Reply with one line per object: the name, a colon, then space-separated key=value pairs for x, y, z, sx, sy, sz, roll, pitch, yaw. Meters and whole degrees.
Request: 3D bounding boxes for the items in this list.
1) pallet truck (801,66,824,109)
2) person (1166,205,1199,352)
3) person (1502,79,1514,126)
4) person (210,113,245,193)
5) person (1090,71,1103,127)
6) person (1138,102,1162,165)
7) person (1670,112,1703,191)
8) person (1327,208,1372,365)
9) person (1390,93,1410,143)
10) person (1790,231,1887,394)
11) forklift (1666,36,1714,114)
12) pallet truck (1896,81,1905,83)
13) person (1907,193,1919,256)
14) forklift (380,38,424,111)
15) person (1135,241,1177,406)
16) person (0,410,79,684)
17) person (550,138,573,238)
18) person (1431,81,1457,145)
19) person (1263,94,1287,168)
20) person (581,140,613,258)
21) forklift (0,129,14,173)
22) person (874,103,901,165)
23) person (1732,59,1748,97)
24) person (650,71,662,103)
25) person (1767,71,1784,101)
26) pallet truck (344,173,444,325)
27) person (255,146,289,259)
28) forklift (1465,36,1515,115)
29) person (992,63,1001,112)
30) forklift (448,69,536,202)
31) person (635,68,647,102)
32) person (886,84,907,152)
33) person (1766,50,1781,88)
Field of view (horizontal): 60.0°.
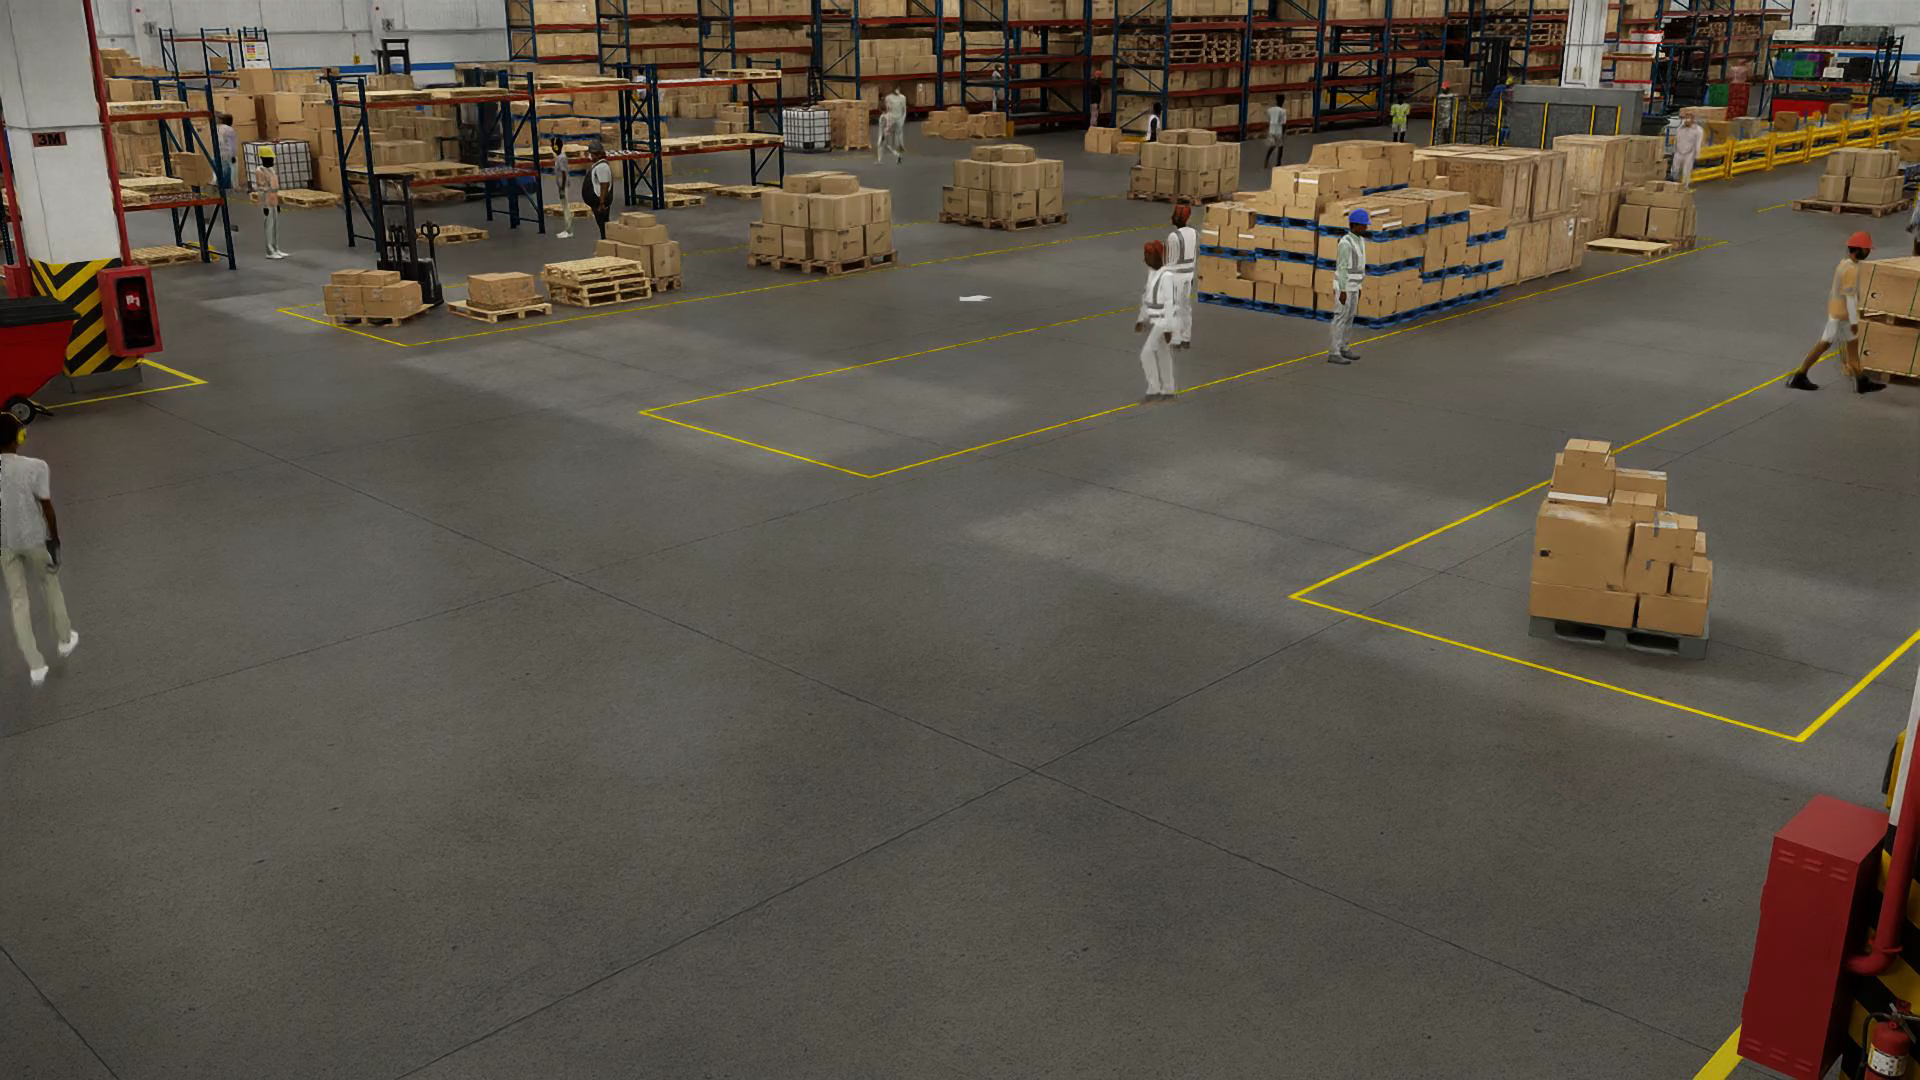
pallet truck: x=-4.812 y=-15.182 z=56.903 sx=0.823 sy=1.965 sz=1.885 roll=-9 pitch=21 yaw=-26
person: x=2.845 y=-3.391 z=21.554 sx=0.346 sy=1.883 sz=0.584 roll=15 pitch=24 yaw=38
person: x=17.964 y=-14.188 z=54.348 sx=0.670 sy=1.727 sz=0.573 roll=-6 pitch=19 yaw=-17
person: x=-16.870 y=-8.848 z=38.128 sx=0.647 sy=1.808 sz=0.774 roll=10 pitch=21 yaw=29
person: x=4.413 y=-14.140 z=53.784 sx=0.393 sy=1.985 sz=0.611 roll=-3 pitch=19 yaw=-9
person: x=4.764 y=-9.863 z=41.060 sx=0.988 sy=1.878 sz=0.598 roll=4 pitch=19 yaw=13
person: x=16.260 y=-8.618 z=37.300 sx=0.431 sy=1.892 sz=0.646 roll=-16 pitch=24 yaw=-41
person: x=4.891 y=-3.174 z=20.825 sx=0.425 sy=1.938 sz=0.603 roll=12 pitch=22 yaw=31
person: x=12.530 y=-11.882 z=47.462 sx=0.550 sy=1.671 sz=0.654 roll=4 pitch=19 yaw=12
person: x=10.258 y=-2.619 z=19.236 sx=1.015 sy=1.882 sz=0.569 roll=9 pitch=20 yaw=25
forklift: x=27.341 y=-17.291 z=61.877 sx=1.129 sy=2.768 sz=1.873 roll=17 pitch=25 yaw=41
pallet truck: x=34.802 y=-16.331 z=61.455 sx=0.653 sy=1.274 sz=1.630 roll=17 pitch=25 yaw=41
person: x=15.691 y=-5.146 z=26.833 sx=0.542 sy=1.902 sz=0.925 roll=-9 pitch=20 yaw=-24
forklift: x=-19.986 y=-16.397 z=59.182 sx=1.129 sy=2.768 sz=1.873 roll=-13 pitch=23 yaw=-35
person: x=2.200 y=-2.435 z=18.705 sx=0.614 sy=1.860 sz=0.645 roll=-1 pitch=18 yaw=-4
person: x=-6.414 y=0.009 z=11.382 sx=0.530 sy=1.832 sz=0.879 roll=-7 pitch=19 yaw=-19
person: x=-7.513 y=-6.635 z=31.365 sx=0.334 sy=1.864 sz=0.521 roll=-4 pitch=19 yaw=-12
person: x=13.832 y=-12.124 z=47.691 sx=0.647 sy=1.990 sz=1.011 roll=17 pitch=25 yaw=42
person: x=8.178 y=-10.550 z=43.023 sx=0.586 sy=1.948 sz=0.635 roll=-16 pitch=24 yaw=-40
person: x=-6.283 y=-5.893 z=28.848 sx=0.538 sy=2.000 sz=0.689 roll=-5 pitch=19 yaw=-13
forklift: x=-24.027 y=-10.894 z=42.604 sx=1.129 sy=2.768 sz=1.873 roll=17 pitch=25 yaw=41
person: x=-1.960 y=-10.807 z=44.306 sx=0.671 sy=1.613 sz=0.522 roll=6 pitch=19 yaw=18
person: x=30.807 y=-18.069 z=65.806 sx=0.931 sy=1.870 sz=0.640 roll=-14 pitch=23 yaw=-36
person: x=-10.129 y=-14.598 z=55.275 sx=0.543 sy=1.918 sz=0.568 roll=-3 pitch=19 yaw=-8
person: x=31.881 y=-17.761 z=64.977 sx=0.602 sy=1.810 sz=0.796 roll=14 pitch=23 yaw=35
pallet truck: x=-8.209 y=-4.181 z=23.757 sx=0.823 sy=1.965 sz=1.885 roll=3 pitch=19 yaw=9
person: x=-12.010 y=-5.877 z=28.977 sx=0.385 sy=1.928 sz=0.589 roll=0 pitch=18 yaw=-1
forklift: x=19.973 y=-17.201 z=61.605 sx=1.873 sy=2.768 sz=1.129 roll=16 pitch=24 yaw=40
person: x=1.342 y=-16.359 z=60.540 sx=0.364 sy=1.939 sz=0.636 roll=2 pitch=19 yaw=7
forklift: x=-10.592 y=-9.078 z=37.133 sx=1.129 sy=2.768 sz=1.873 roll=17 pitch=25 yaw=41
person: x=-11.977 y=-16.926 z=62.640 sx=0.538 sy=1.684 sz=0.480 roll=1 pitch=18 yaw=4
person: x=-1.841 y=-12.234 z=48.170 sx=0.634 sy=1.908 sz=0.875 roll=-2 pitch=18 yaw=-7
person: x=38.722 y=-22.360 z=78.962 sx=0.900 sy=1.724 sz=0.536 roll=-17 pitch=25 yaw=-42
